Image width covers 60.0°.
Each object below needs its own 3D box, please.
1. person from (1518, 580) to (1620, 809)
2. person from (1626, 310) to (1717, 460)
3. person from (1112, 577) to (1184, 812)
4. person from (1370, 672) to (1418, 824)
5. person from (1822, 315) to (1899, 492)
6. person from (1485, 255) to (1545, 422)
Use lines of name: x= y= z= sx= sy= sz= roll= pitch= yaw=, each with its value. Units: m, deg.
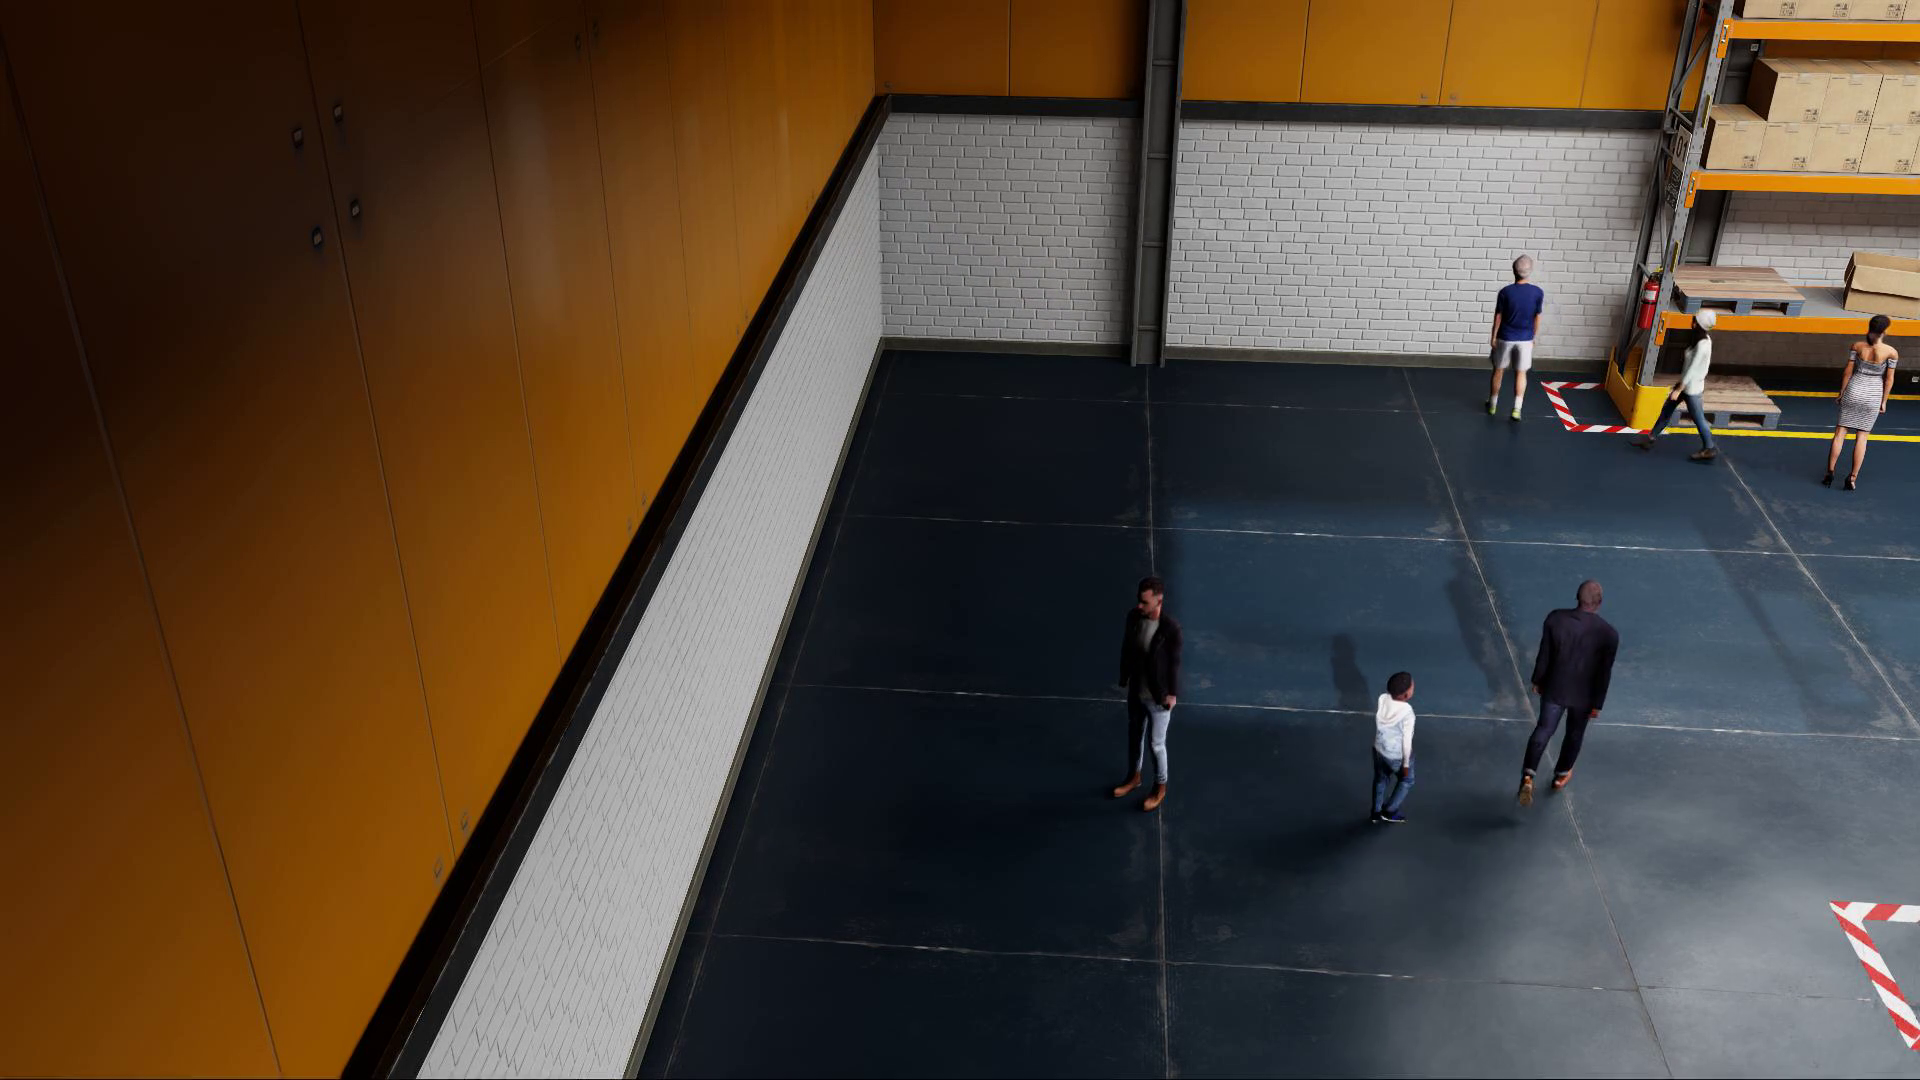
person: x=4.329 y=1.132 z=11.891 sx=1.116 sy=1.795 sz=1.082 roll=20 pitch=34 yaw=32
person: x=7.543 y=-1.535 z=16.985 sx=1.157 sy=1.600 sz=0.766 roll=9 pitch=30 yaw=17
person: x=1.395 y=1.073 z=11.962 sx=0.745 sy=1.833 sz=0.833 roll=25 pitch=37 yaw=38
person: x=3.026 y=1.497 z=11.785 sx=0.645 sy=1.256 sz=0.592 roll=-17 pitch=33 yaw=-29
person: x=8.889 y=-1.357 z=16.426 sx=0.627 sy=1.822 sz=0.742 roll=19 pitch=34 yaw=30
person: x=5.979 y=-2.159 z=17.884 sx=0.812 sy=1.833 sz=0.755 roll=5 pitch=29 yaw=9
